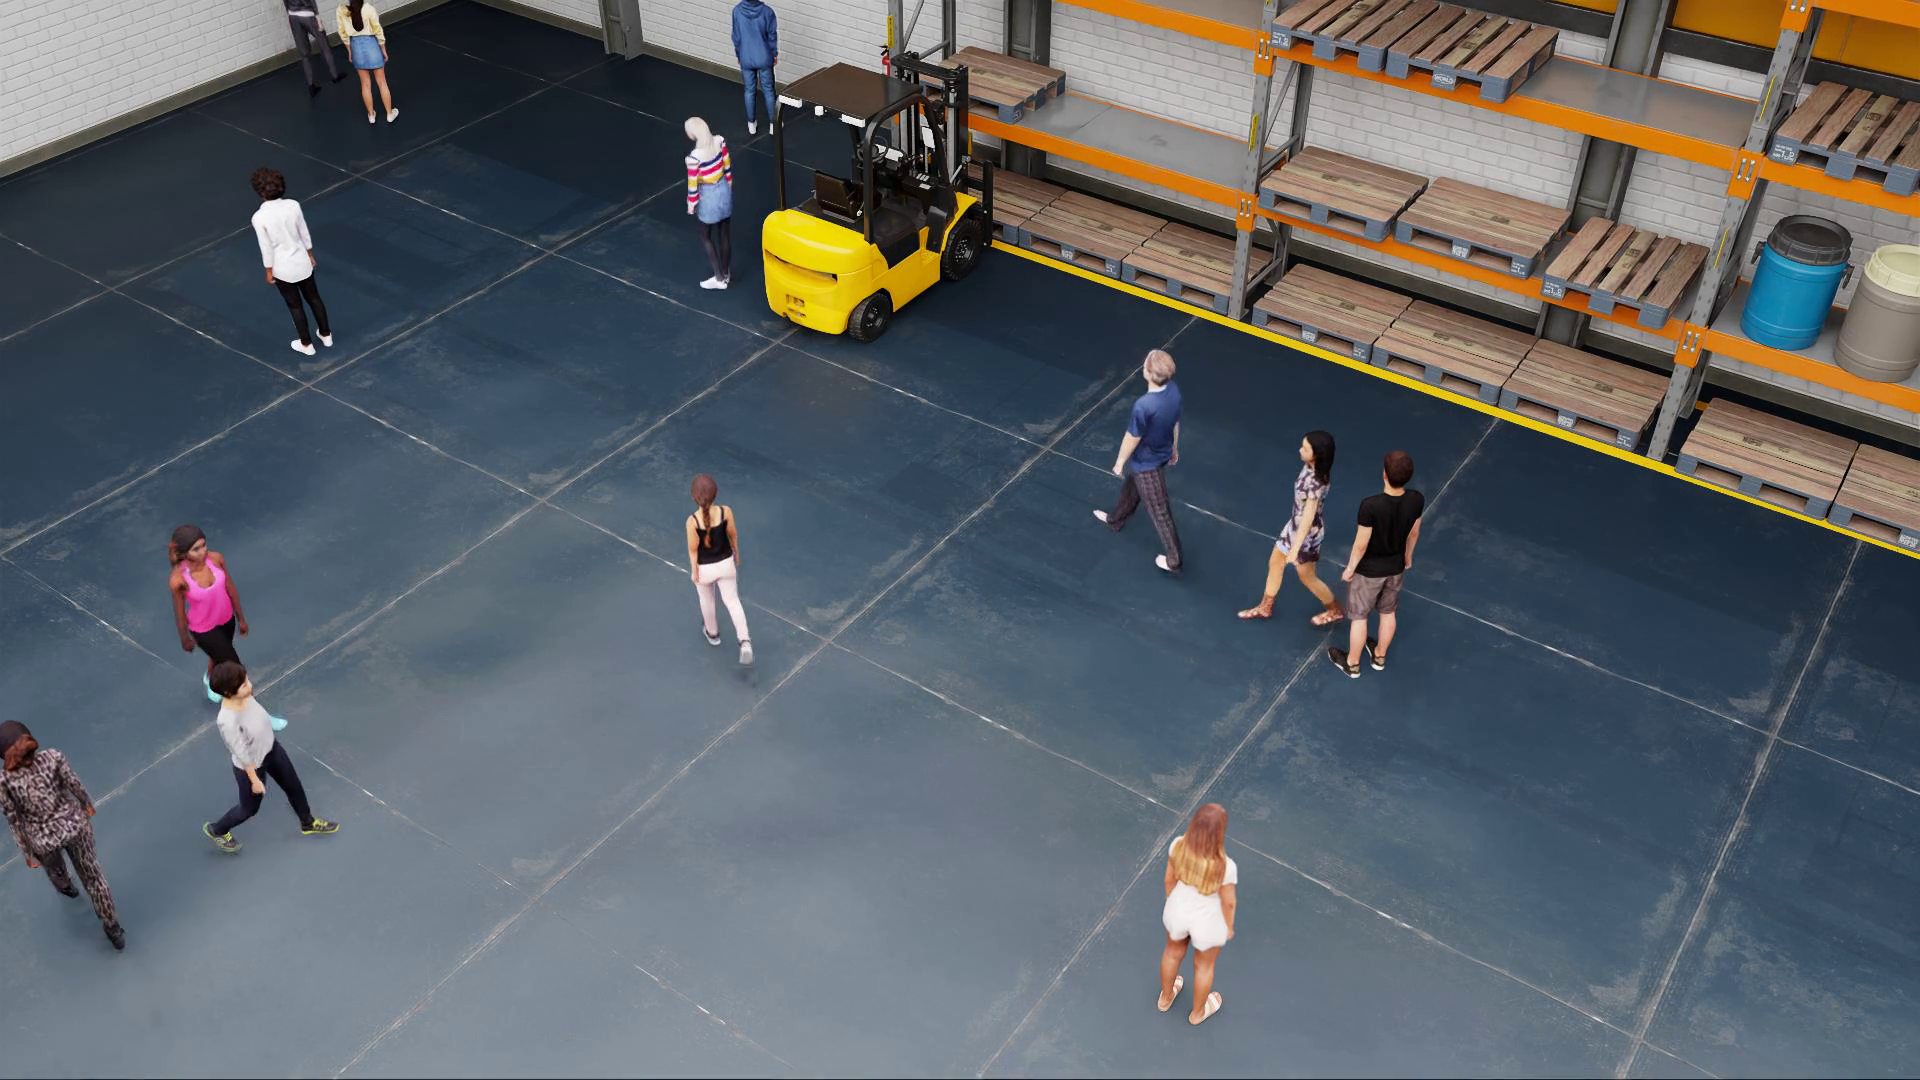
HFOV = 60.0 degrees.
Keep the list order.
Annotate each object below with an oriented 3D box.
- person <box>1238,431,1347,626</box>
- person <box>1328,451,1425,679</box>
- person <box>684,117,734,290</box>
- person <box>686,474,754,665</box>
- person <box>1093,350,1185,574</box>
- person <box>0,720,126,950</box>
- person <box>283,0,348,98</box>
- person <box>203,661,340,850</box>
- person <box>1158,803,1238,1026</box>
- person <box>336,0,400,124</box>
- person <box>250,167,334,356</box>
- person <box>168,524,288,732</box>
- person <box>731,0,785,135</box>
[{"bbox_3d":[2.553,-0.028,11.927,1.102,1.713,0.947,2,39,2],"label":"person"},{"bbox_3d":[2.910,0.176,11.553,0.768,1.861,0.787,-12,40,-14],"label":"person"},{"bbox_3d":[-2.342,-3.259,15.915,0.737,1.784,0.659,-19,42,-22],"label":"person"},{"bbox_3d":[-1.707,0.225,11.741,0.791,1.549,0.983,-17,42,-21],"label":"person"},{"bbox_3d":[1.499,-0.546,12.494,1.222,1.815,0.779,30,47,32],"label":"person"},{"bbox_3d":[-5.228,1.767,9.704,0.754,1.682,1.084,-30,48,-32],"label":"person"},{"bbox_3d":[-7.678,-6.024,19.398,0.909,1.758,0.902,8,39,10],"label":"person"},{"bbox_3d":[-4.457,1.368,10.328,1.064,1.527,0.938,-2,39,-2],"label":"person"},{"bbox_3d":[1.319,2.087,9.291,0.478,1.697,0.622,23,44,26],"label":"person"},{"bbox_3d":[-6.755,-5.552,18.910,0.719,1.631,0.787,-5,39,-6],"label":"person"},{"bbox_3d":[-6.019,-2.508,14.955,0.609,1.810,0.656,30,47,32],"label":"person"},{"bbox_3d":[-5.097,0.549,11.224,1.073,1.687,0.590,26,46,29],"label":"person"},{"bbox_3d":[-2.283,-5.436,18.619,0.675,1.811,0.812,4,39,6],"label":"person"}]
